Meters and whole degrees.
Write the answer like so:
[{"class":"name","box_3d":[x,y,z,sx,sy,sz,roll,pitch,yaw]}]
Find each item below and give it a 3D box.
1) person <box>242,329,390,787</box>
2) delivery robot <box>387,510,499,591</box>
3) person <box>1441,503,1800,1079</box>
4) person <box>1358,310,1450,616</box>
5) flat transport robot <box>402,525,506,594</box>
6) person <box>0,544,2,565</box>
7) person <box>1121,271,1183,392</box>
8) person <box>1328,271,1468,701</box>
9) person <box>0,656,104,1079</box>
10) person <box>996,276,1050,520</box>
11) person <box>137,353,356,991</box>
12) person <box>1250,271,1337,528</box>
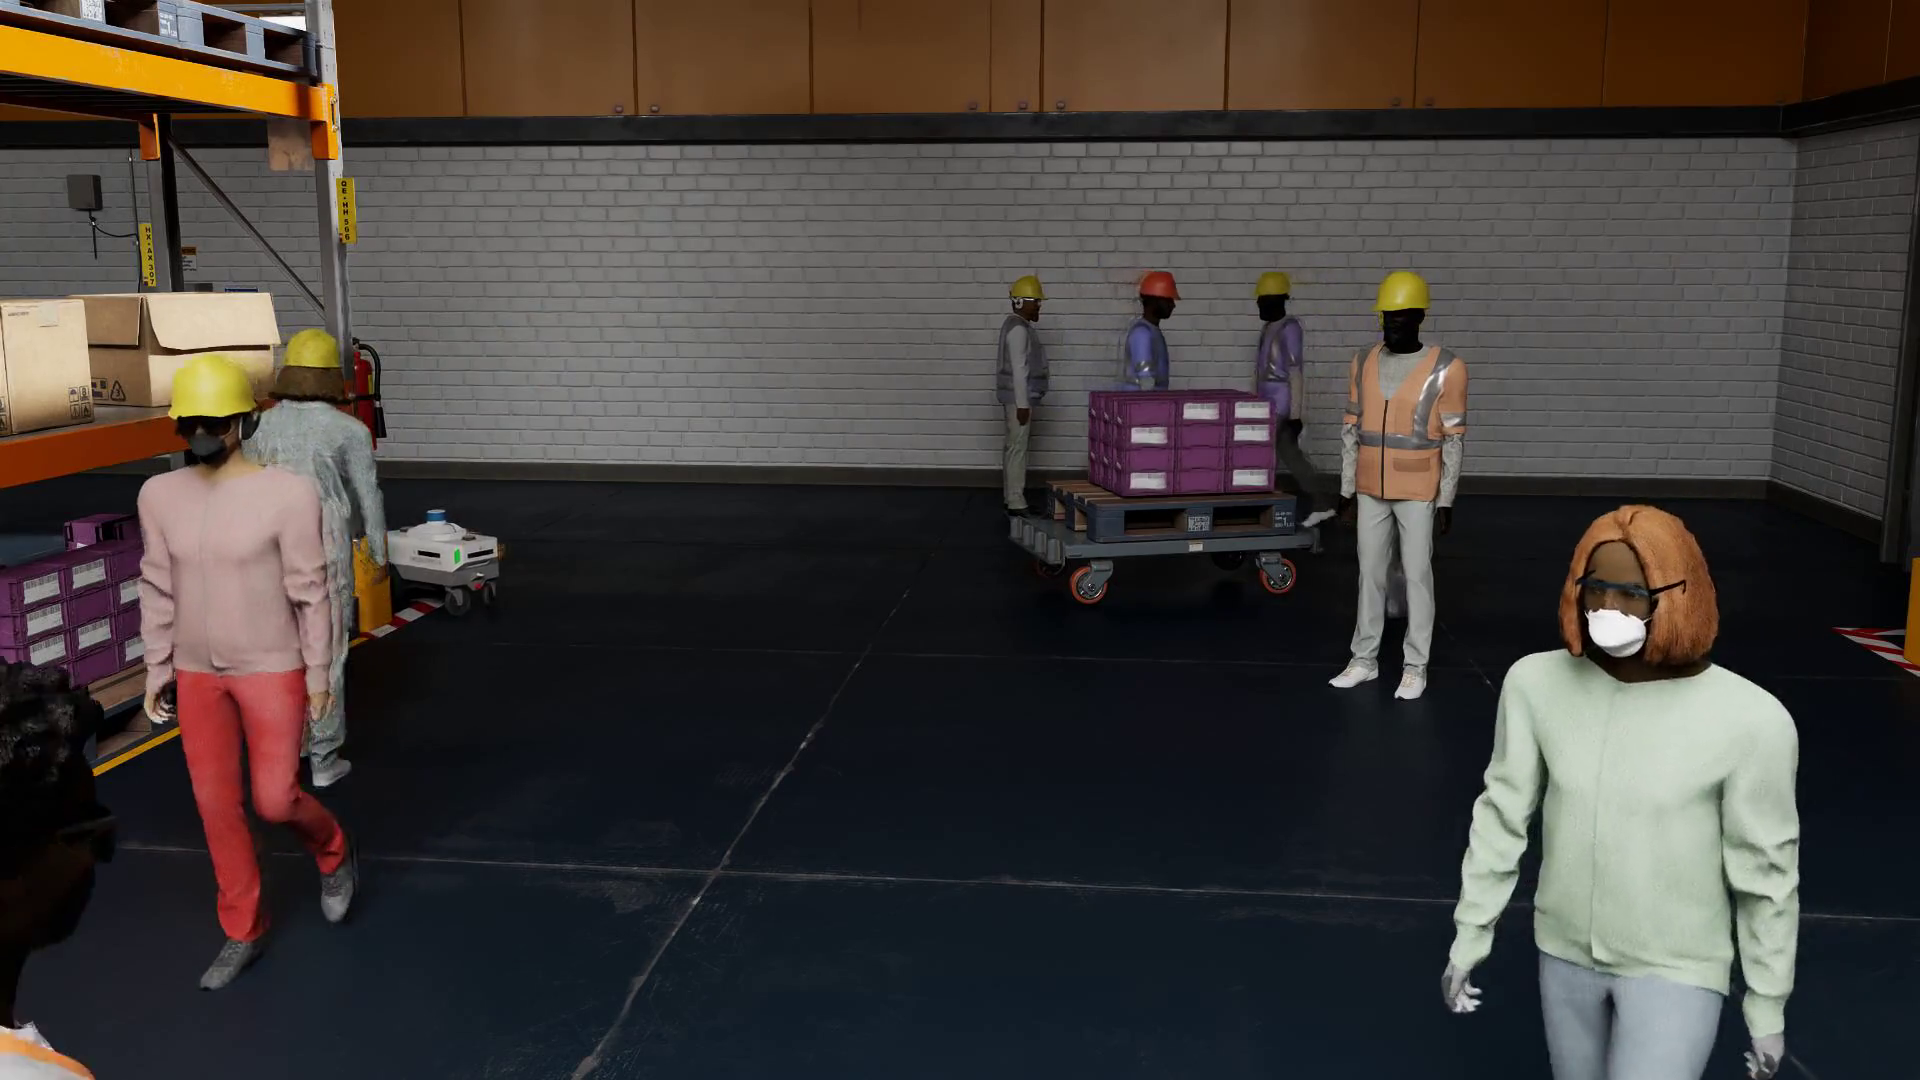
[{"class":"person","box_3d":[-2.490,0.057,6.405,0.553,1.715,0.620,0,10,-1]},{"class":"delivery robot","box_3d":[-2.941,0.073,9.379,0.707,0.478,0.477,6,12,32]},{"class":"person","box_3d":[1.056,0.748,2.771,0.667,1.609,0.521,-8,13,-39]},{"class":"person","box_3d":[2.419,-0.473,9.074,0.538,1.846,0.472,4,11,22]},{"class":"flat transport robot","box_3d":[-3.435,0.119,10.195,0.652,0.197,1.431,2,10,13]},{"class":"person","box_3d":[-5.778,-0.584,9.744,0.586,1.835,0.404,7,12,35]},{"class":"person","box_3d":[1.277,-0.881,11.328,1.016,1.882,0.557,4,11,20]},{"class":"person","box_3d":[1.973,-0.242,7.516,0.585,1.929,0.371,9,13,41]},{"class":"person","box_3d":[-0.889,0.944,1.419,0.542,1.680,0.474,8,13,39]},{"class":"person","box_3d":[0.472,-1.066,12.525,0.404,1.829,0.592,0,10,0]},{"class":"person","box_3d":[-1.989,0.350,4.647,0.527,1.752,0.478,1,10,8]},{"class":"person","box_3d":[2.289,-0.992,11.973,1.000,1.878,0.605,-1,10,-4]}]
